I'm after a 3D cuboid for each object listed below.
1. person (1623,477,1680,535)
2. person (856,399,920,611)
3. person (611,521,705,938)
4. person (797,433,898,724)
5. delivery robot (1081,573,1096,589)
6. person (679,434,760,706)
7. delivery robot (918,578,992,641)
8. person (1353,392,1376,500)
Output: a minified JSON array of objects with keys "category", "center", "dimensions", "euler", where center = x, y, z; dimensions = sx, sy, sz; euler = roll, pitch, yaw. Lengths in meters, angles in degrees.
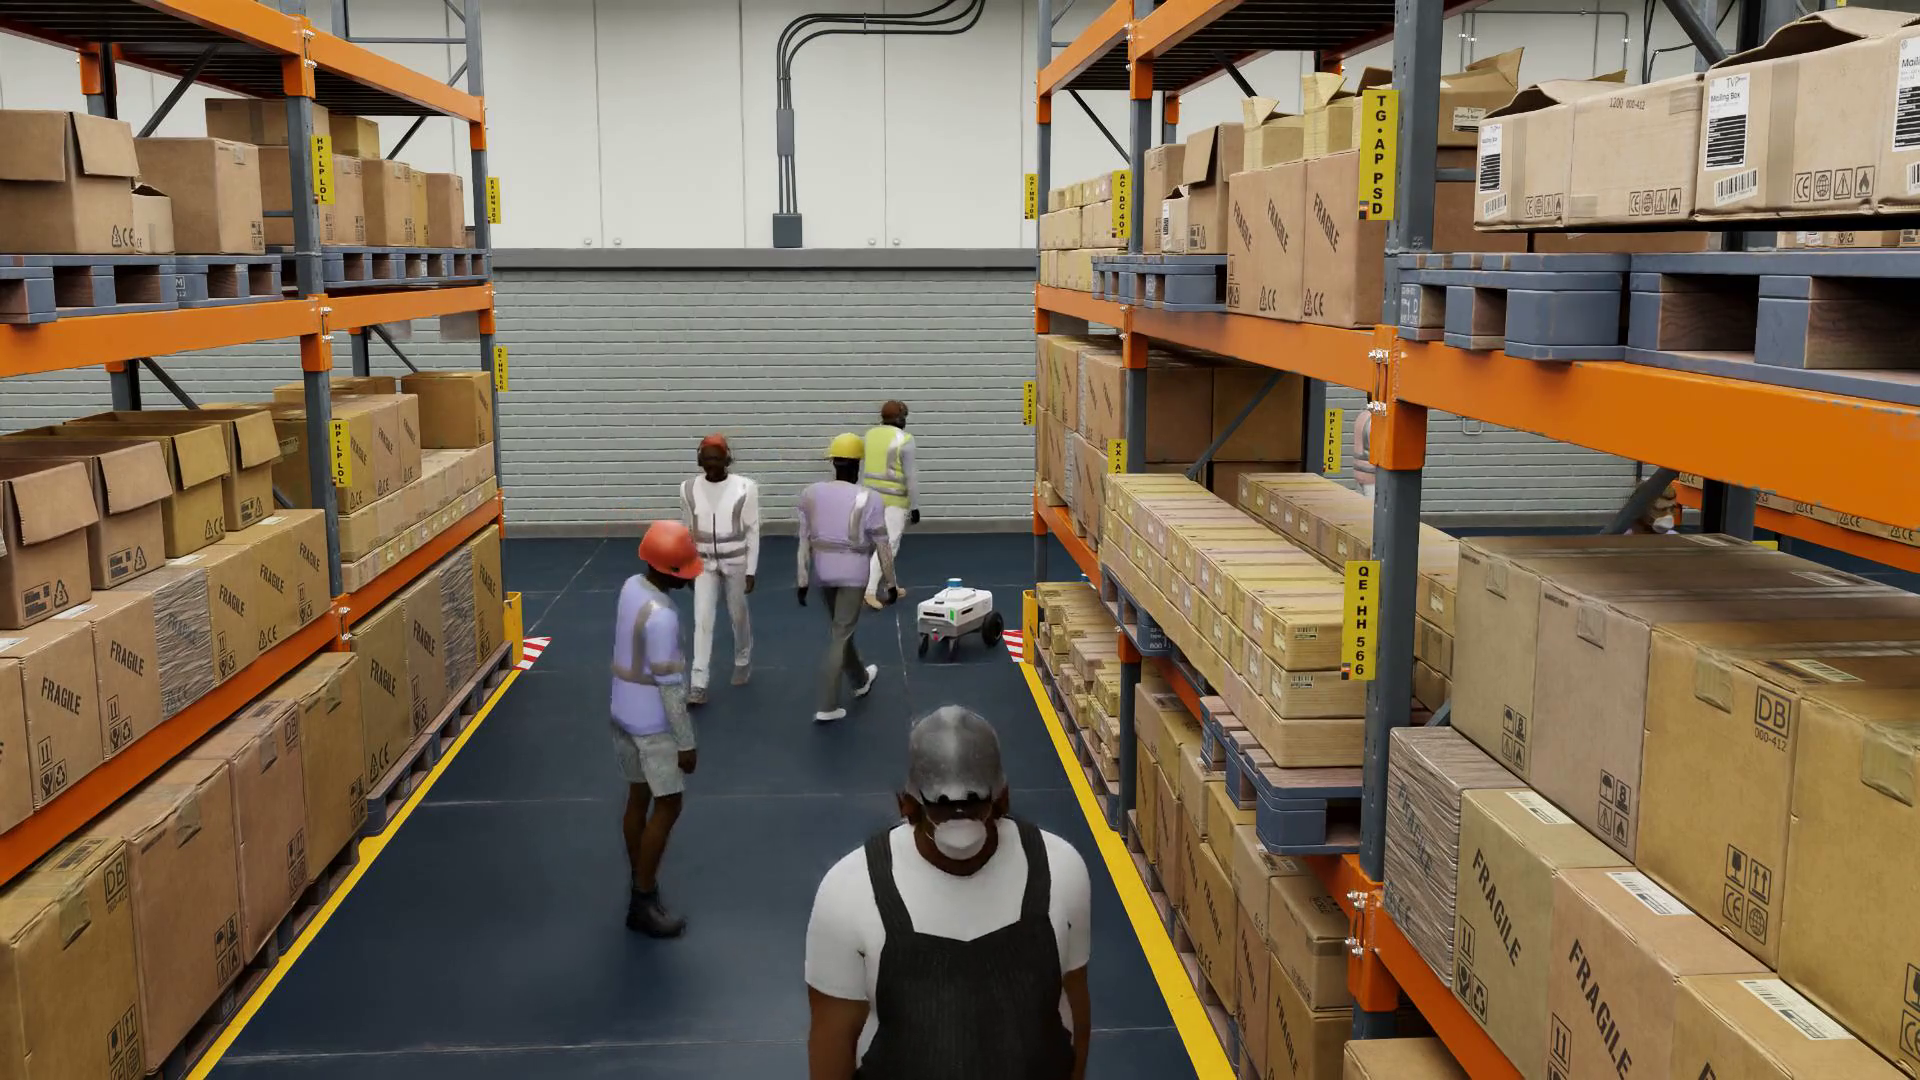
[{"category":"person","center":[3.502,0.632,8.536],"dimensions":[0.653,1.935,0.432],"euler":[-1,10,-6]},{"category":"person","center":[-0.704,-0.312,14.496],"dimensions":[0.652,1.809,0.824],"euler":[8,13,40]},{"category":"person","center":[-1.401,0.822,7.597],"dimensions":[0.365,1.885,0.670],"euler":[-6,11,-30]},{"category":"person","center":[-0.718,0.227,11.074],"dimensions":[0.618,1.871,0.982],"euler":[5,11,26]},{"category":"delivery robot","center":[1.000,0.506,13.059],"dimensions":[0.707,0.478,0.477],"euler":[-6,11,-33]},{"category":"person","center":[-1.661,0.180,11.516],"dimensions":[0.580,1.838,0.989],"euler":[1,10,5]},{"category":"delivery robot","center":[-0.036,0.540,12.854],"dimensions":[0.477,0.478,0.707],"euler":[5,11,27]},{"category":"person","center":[3.962,-0.561,15.833],"dimensions":[0.429,1.843,0.628],"euler":[-1,10,-4]}]
